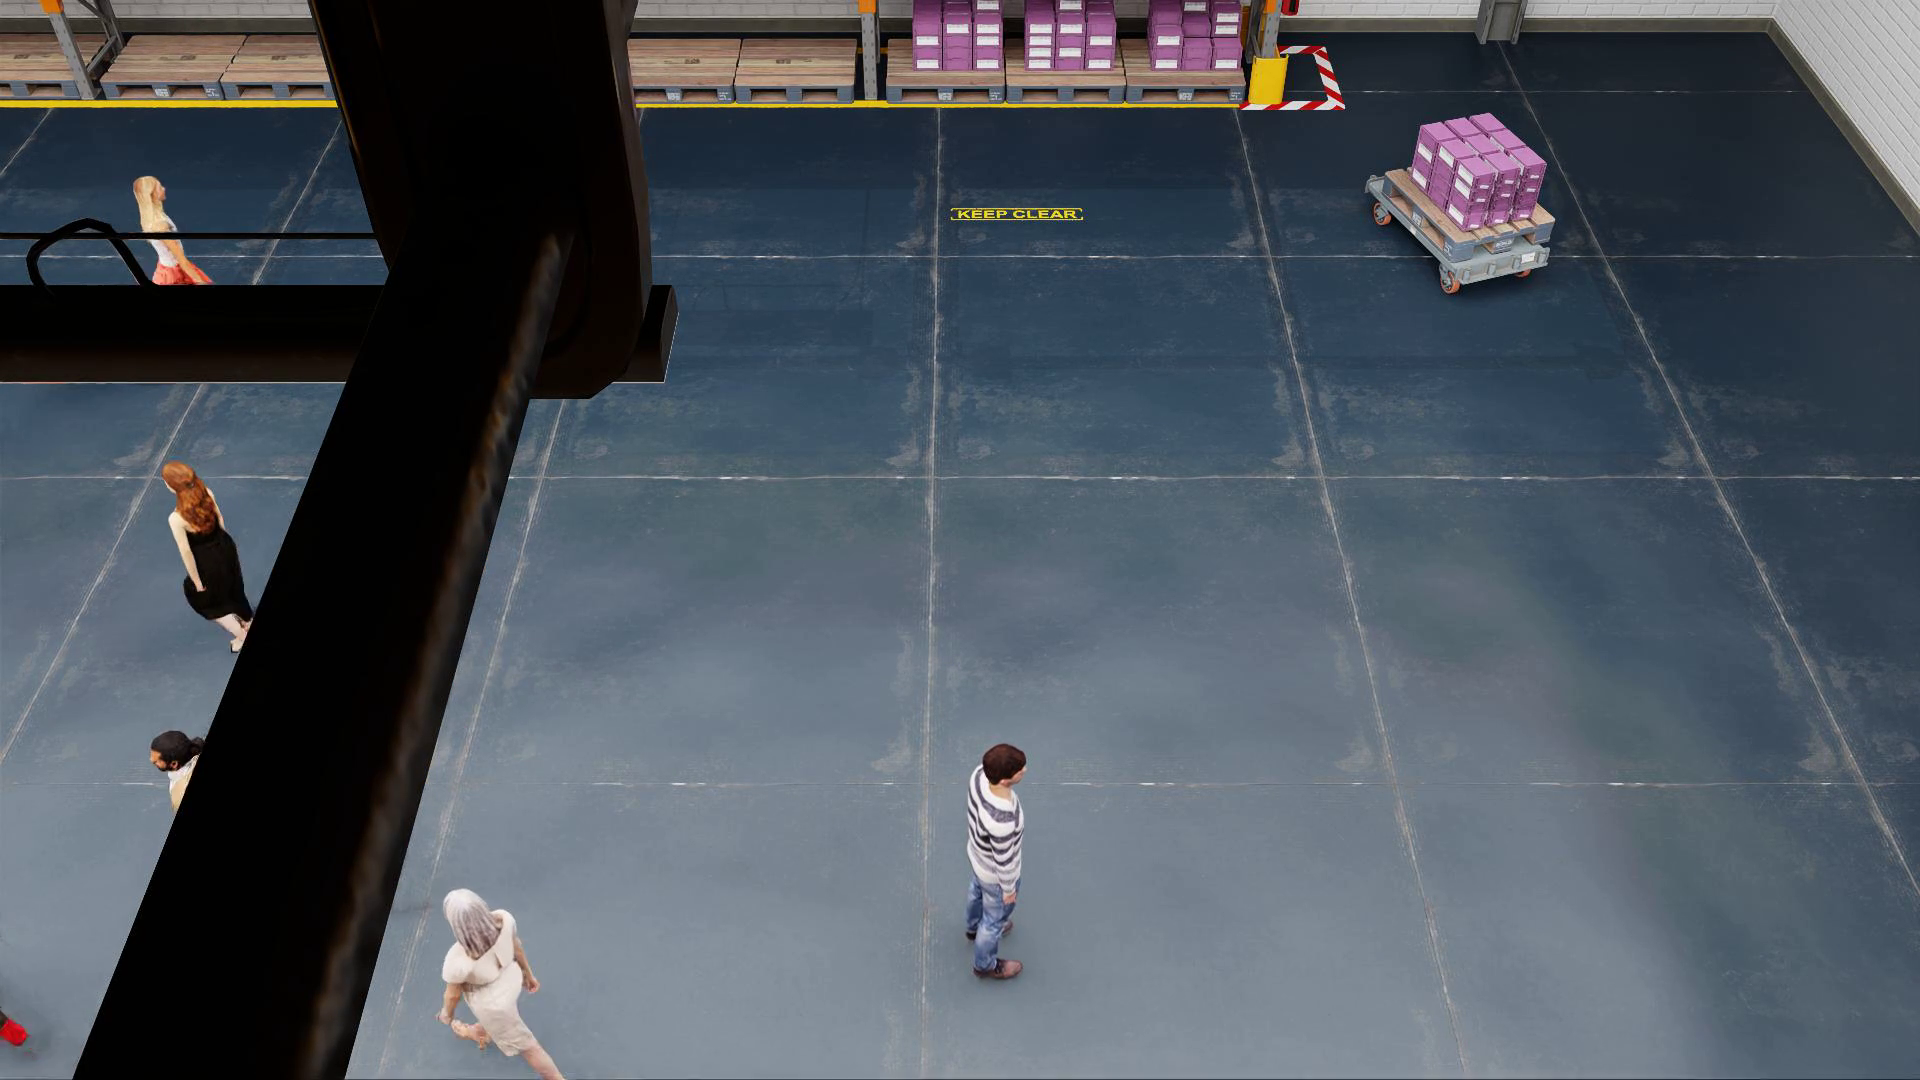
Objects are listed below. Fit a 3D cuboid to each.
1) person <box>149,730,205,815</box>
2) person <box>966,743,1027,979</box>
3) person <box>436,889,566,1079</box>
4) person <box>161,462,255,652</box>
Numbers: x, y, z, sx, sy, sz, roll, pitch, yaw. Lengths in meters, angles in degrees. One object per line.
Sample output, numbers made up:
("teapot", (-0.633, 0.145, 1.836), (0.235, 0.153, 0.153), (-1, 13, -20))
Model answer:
("person", (-4.043, 1.628, 9.320), (1.213, 1.705, 0.855), (-10, 45, -10))
("person", (0.176, 1.740, 9.100), (0.621, 1.847, 0.686), (-10, 45, -11))
("person", (-2.275, 2.406, 8.513), (1.177, 1.692, 0.897), (17, 46, 17))
("person", (-4.837, 0.166, 10.923), (0.702, 1.611, 0.684), (14, 45, 14))
